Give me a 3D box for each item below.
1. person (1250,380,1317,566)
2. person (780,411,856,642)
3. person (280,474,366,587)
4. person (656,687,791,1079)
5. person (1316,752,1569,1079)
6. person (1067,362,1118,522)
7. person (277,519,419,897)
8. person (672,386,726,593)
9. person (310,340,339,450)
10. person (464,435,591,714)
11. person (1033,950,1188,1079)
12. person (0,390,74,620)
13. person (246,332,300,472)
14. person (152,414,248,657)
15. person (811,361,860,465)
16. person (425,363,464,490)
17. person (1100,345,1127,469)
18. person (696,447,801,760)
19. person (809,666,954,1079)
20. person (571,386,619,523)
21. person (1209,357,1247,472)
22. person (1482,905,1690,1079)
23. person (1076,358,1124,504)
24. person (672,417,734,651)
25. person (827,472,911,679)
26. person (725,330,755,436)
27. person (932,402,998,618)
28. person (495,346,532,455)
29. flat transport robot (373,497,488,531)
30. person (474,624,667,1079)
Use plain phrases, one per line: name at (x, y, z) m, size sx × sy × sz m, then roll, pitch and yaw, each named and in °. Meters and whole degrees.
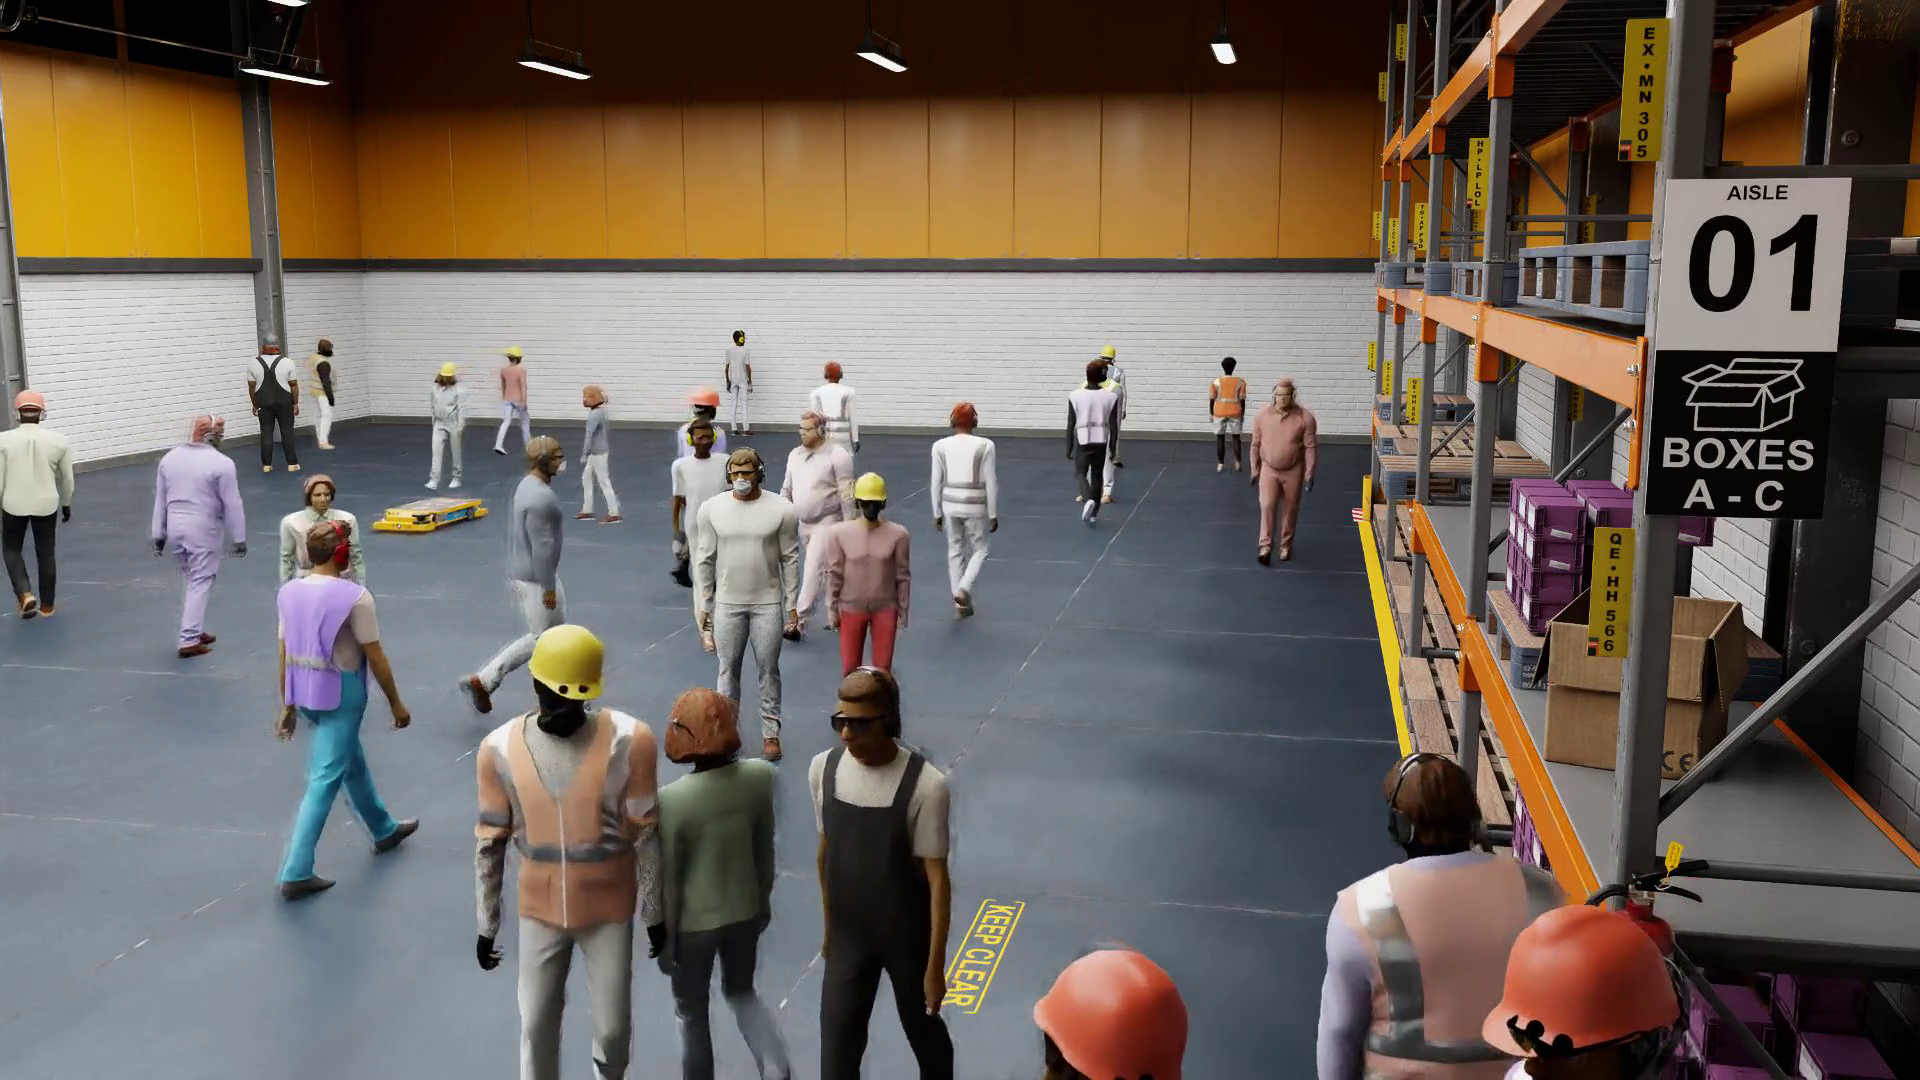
person at (3.243, -0.666, 16.752) m, size 0.678 × 1.856 × 0.965 m, roll 3°, pitch 10°, yaw 16°
person at (-1.208, -0.127, 13.543) m, size 0.670 × 1.848 × 1.013 m, roll 8°, pitch 12°, yaw 40°
person at (-4.287, 0.367, 11.246) m, size 0.538 × 1.620 × 0.500 m, roll -6°, pitch 11°, yaw -33°
person at (-0.812, 1.297, 5.646) m, size 0.510 × 1.620 × 0.526 m, roll -8°, pitch 12°, yaw -40°
person at (1.213, 1.436, 4.229) m, size 0.645 × 1.817 × 0.464 m, roll -1°, pitch 9°, yaw -6°
person at (1.553, -1.129, 19.445) m, size 0.603 × 1.901 × 0.645 m, roll -1°, pitch 9°, yaw -5°
person at (-3.061, 0.790, 8.208) m, size 0.574 × 1.793 × 0.988 m, roll 5°, pitch 11°, yaw 30°
person at (-2.353, -0.450, 15.288) m, size 0.555 × 1.924 × 0.485 m, roll 8°, pitch 12°, yaw 39°
person at (-10.460, -2.394, 27.381) m, size 0.433 × 1.810 × 0.756 m, roll -5°, pitch 11°, yaw -28°
person at (-2.891, 0.262, 11.011) m, size 0.745 × 1.923 × 0.639 m, roll -3°, pitch 10°, yaw -16°
person at (0.139, 1.599, 3.023) m, size 0.592 × 1.891 × 0.587 m, roll -2°, pitch 10°, yaw -12°
person at (-7.847, -0.275, 14.083) m, size 0.664 × 1.970 × 0.830 m, roll -7°, pitch 12°, yaw -35°
person at (-10.036, -2.020, 24.382) m, size 0.688 × 2.000 × 0.539 m, roll -2°, pitch 10°, yaw -11°
person at (-5.927, -0.037, 12.970) m, size 0.663 × 1.866 × 0.655 m, roll 3°, pitch 10°, yaw 19°
person at (-1.515, -1.233, 20.154) m, size 0.609 × 1.870 × 0.462 m, roll 2°, pitch 10°, yaw 12°
person at (-6.907, -1.511, 22.312) m, size 0.499 × 1.694 × 0.869 m, roll 1°, pitch 9°, yaw 7°
person at (2.196, -1.971, 24.711) m, size 0.589 × 1.834 × 0.403 m, roll 3°, pitch 10°, yaw 18°
person at (-1.292, 0.391, 10.164) m, size 0.635 × 1.937 × 0.355 m, roll 0°, pitch 9°, yaw -2°
person at (-0.251, 1.271, 5.345) m, size 0.536 × 1.794 × 0.981 m, roll 4°, pitch 10°, yaw 21°
person at (-4.337, -0.990, 19.473) m, size 0.695 × 1.606 × 0.519 m, roll -1°, pitch 9°, yaw -6°
person at (3.898, -1.824, 24.268) m, size 0.546 × 1.693 × 0.363 m, roll 1°, pitch 9°, yaw 5°
person at (1.154, 1.581, 2.880) m, size 0.721 × 1.992 × 0.607 m, roll -5°, pitch 11°, yaw -29°
person at (1.755, -1.381, 21.137) m, size 0.625 × 1.844 × 0.429 m, roll 7°, pitch 12°, yaw 35°
person at (-1.970, -0.039, 12.999) m, size 0.569 × 1.853 × 0.471 m, roll -3°, pitch 10°, yaw -17°
person at (-0.576, 0.423, 10.522) m, size 0.533 × 1.749 × 0.582 m, roll -1°, pitch 9°, yaw -6°
person at (-3.915, -2.778, 29.491) m, size 0.520 × 1.864 × 0.333 m, roll 4°, pitch 10°, yaw 22°
person at (0.029, -0.238, 14.148) m, size 0.601 × 1.871 × 0.488 m, roll 3°, pitch 10°, yaw 18°
person at (-7.147, -2.228, 26.578) m, size 0.532 × 1.728 × 0.883 m, roll 4°, pitch 10°, yaw 23°
flat transport robot at (-6.165, -0.312, 19.417) m, size 0.652 × 0.197 × 1.431 m, roll 2°, pitch 10°, yaw 13°
person at (-1.274, 1.186, 5.470) m, size 0.639 × 1.902 × 0.572 m, roll 1°, pitch 9°, yaw 4°
